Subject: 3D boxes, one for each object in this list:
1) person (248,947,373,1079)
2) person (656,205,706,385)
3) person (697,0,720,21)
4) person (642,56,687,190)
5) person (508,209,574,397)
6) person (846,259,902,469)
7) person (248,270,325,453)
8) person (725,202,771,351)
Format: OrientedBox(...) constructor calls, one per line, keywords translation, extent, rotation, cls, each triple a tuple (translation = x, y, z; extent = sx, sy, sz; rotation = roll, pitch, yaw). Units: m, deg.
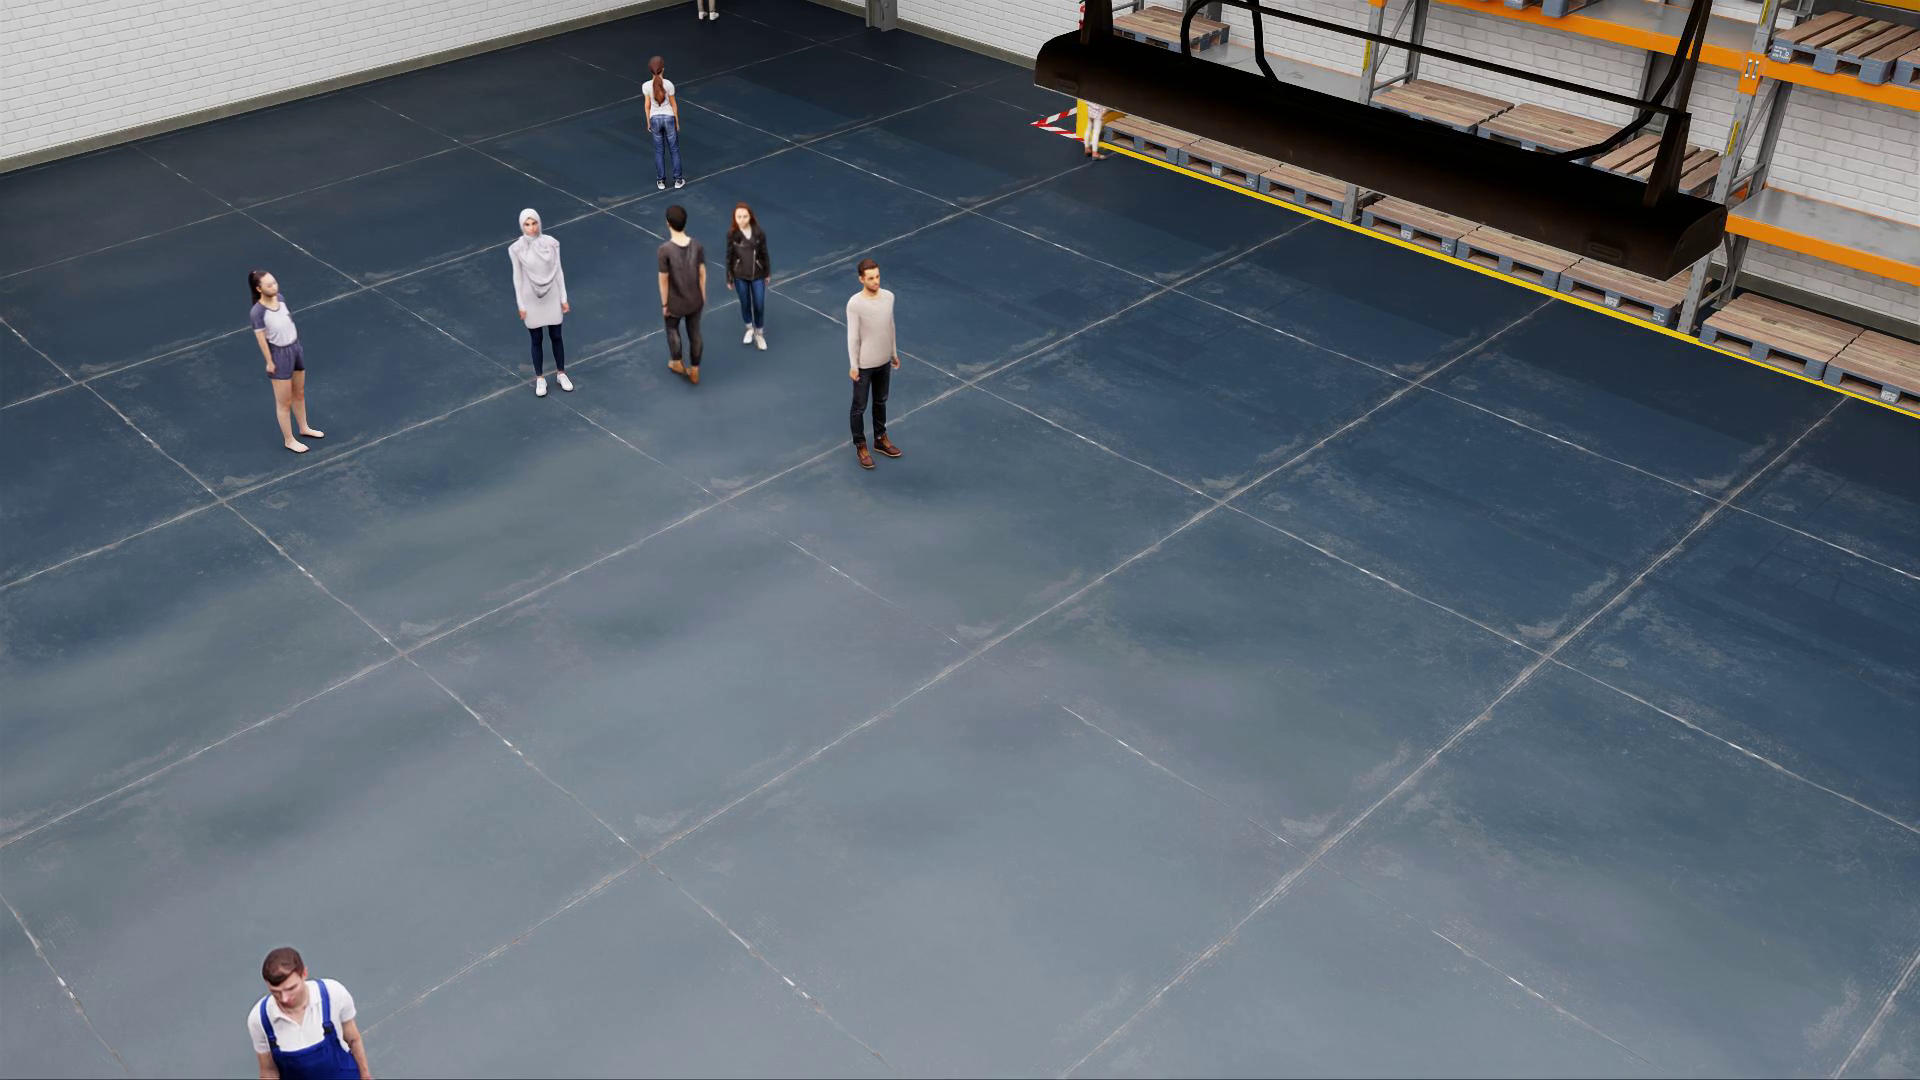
OrientedBox(translation=(-3.052, 2.605, 7.969), extent=(0.708, 1.849, 0.691), rotation=(-14, 36, -20), cls="person")
OrientedBox(translation=(-2.538, -2.226, 15.374), extent=(0.748, 1.696, 0.815), rotation=(-14, 36, -20), cls="person")
OrientedBox(translation=(-3.892, -8.659, 25.307), extent=(0.550, 1.415, 0.639), rotation=(7, 34, 10), cls="person")
OrientedBox(translation=(-3.488, -4.914, 19.539), extent=(0.628, 1.562, 0.687), rotation=(0, 34, -1), cls="person")
OrientedBox(translation=(-3.838, -2.192, 15.252), extent=(0.678, 1.775, 0.654), rotation=(-13, 36, -19), cls="person")
OrientedBox(translation=(-0.754, -1.533, 14.176), extent=(0.668, 1.868, 0.588), rotation=(-25, 41, -32), cls="person")
OrientedBox(translation=(-5.886, -1.572, 14.432), extent=(0.684, 1.650, 0.673), rotation=(8, 34, 12), cls="person")
OrientedBox(translation=(-2.054, -2.607, 16.153), extent=(0.749, 1.469, 0.811), rotation=(-3, 34, -5), cls="person")
